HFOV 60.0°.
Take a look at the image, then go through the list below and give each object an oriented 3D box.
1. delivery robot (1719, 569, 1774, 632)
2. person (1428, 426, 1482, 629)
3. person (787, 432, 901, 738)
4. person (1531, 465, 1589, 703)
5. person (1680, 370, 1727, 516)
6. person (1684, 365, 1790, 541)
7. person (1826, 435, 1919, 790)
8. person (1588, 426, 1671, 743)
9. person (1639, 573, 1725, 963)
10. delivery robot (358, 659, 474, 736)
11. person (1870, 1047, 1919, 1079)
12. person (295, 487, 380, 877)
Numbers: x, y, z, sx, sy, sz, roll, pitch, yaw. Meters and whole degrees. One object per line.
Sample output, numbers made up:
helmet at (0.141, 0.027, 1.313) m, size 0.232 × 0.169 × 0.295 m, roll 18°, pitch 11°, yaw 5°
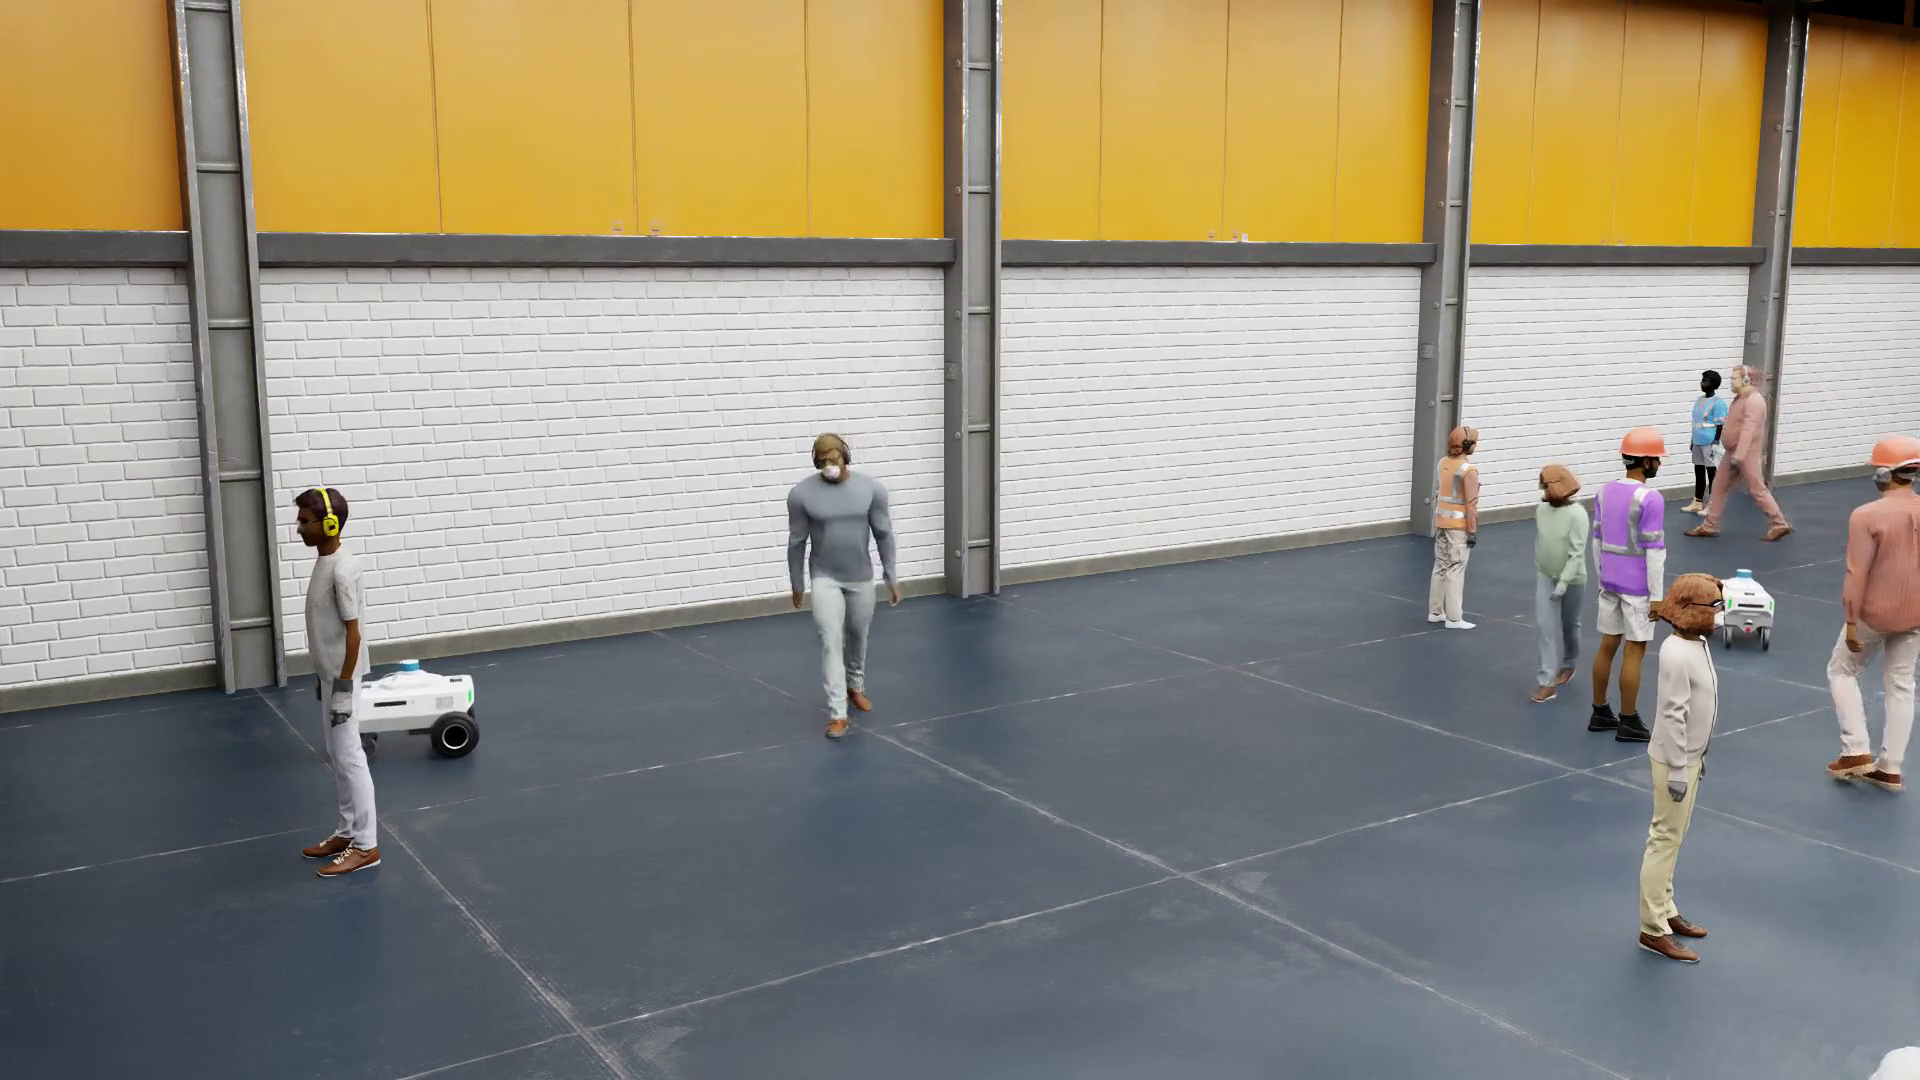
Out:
delivery robot at (6.047, 0.470, 12.859) m, size 0.477 × 0.478 × 0.707 m, roll 2°, pitch 10°, yaw 15°
person at (3.968, -0.096, 13.320) m, size 0.312 × 1.633 × 0.519 m, roll -2°, pitch 10°, yaw -14°
person at (-0.746, 0.242, 10.536) m, size 0.688 × 1.928 × 0.765 m, roll -2°, pitch 10°, yaw -11°
person at (4.090, 0.267, 11.284) m, size 0.774 × 1.578 × 0.471 m, roll -8°, pitch 12°, yaw -41°
person at (8.669, -1.128, 19.330) m, size 0.318 × 1.700 × 0.535 m, roll -2°, pitch 10°, yaw -9°
person at (8.309, -0.914, 17.571) m, size 0.986 × 1.863 × 0.650 m, roll 1°, pitch 9°, yaw 5°
person at (5.155, 0.403, 9.259) m, size 0.629 × 1.976 × 0.461 m, roll -1°, pitch 9°, yaw -5°
person at (4.124, 0.268, 10.199) m, size 0.356 × 1.936 × 0.551 m, roll -3°, pitch 10°, yaw -17°
person at (3.067, 0.942, 7.054) m, size 0.286 × 1.633 × 0.499 m, roll 6°, pitch 11°, yaw 31°
delivery robot at (-3.273, 0.956, 9.917) m, size 0.707 × 0.478 × 0.477 m, roll -3°, pitch 10°, yaw -20°
person at (1.698, 1.538, 2.918) m, size 0.958 × 1.816 × 0.549 m, roll 2°, pitch 10°, yaw 10°
person at (-3.014, 0.671, 7.995) m, size 0.328 × 1.866 × 0.510 m, roll -6°, pitch 11°, yaw -32°
